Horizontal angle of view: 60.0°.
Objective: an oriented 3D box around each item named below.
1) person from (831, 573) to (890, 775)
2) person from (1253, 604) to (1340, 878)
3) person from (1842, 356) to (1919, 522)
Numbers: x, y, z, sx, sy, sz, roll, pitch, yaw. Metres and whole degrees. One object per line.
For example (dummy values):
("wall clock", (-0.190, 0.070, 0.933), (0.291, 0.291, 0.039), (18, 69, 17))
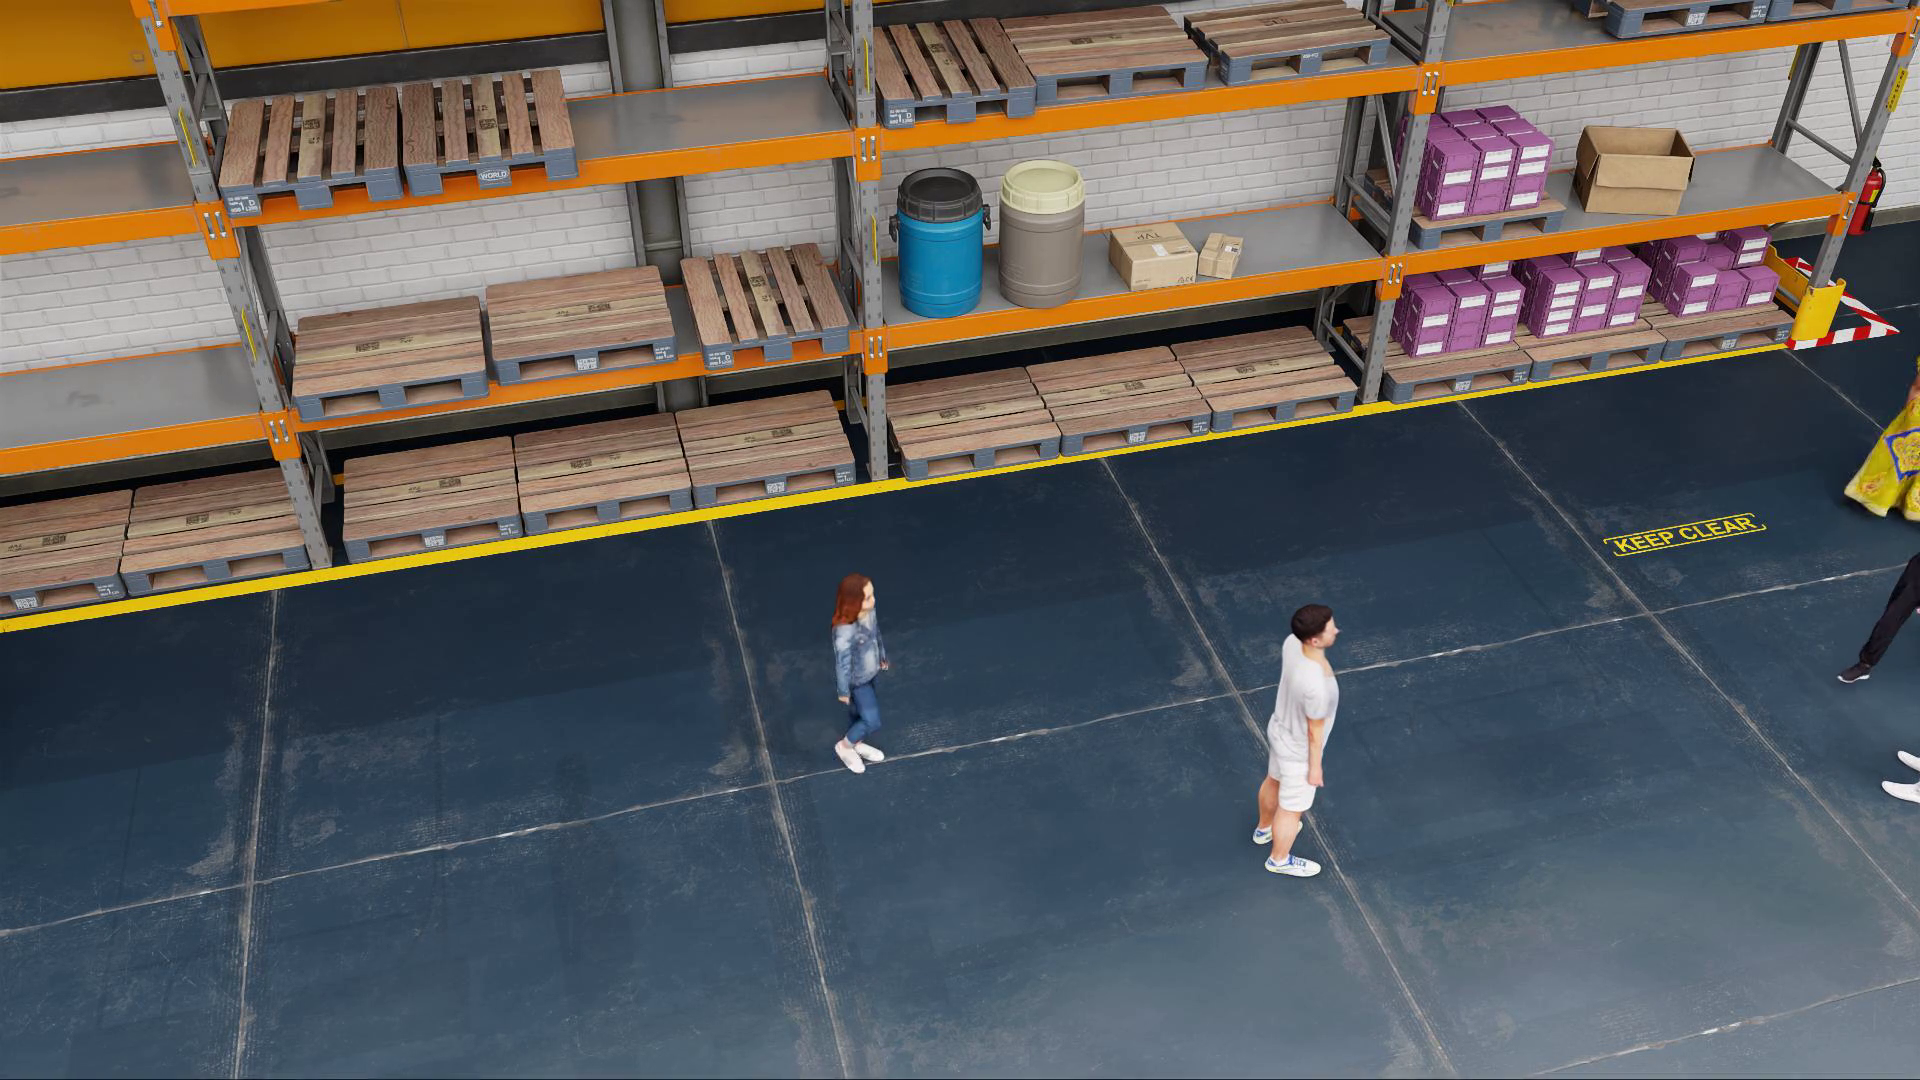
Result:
("person", (-0.659, 0.758, 9.751), (0.691, 1.468, 0.670), (10, 40, 12))
("person", (1.830, 1.074, 9.045), (0.612, 1.856, 0.709), (-5, 39, -6))
("person", (6.852, -0.831, 11.612), (1.030, 1.639, 1.094), (30, 48, 32))
